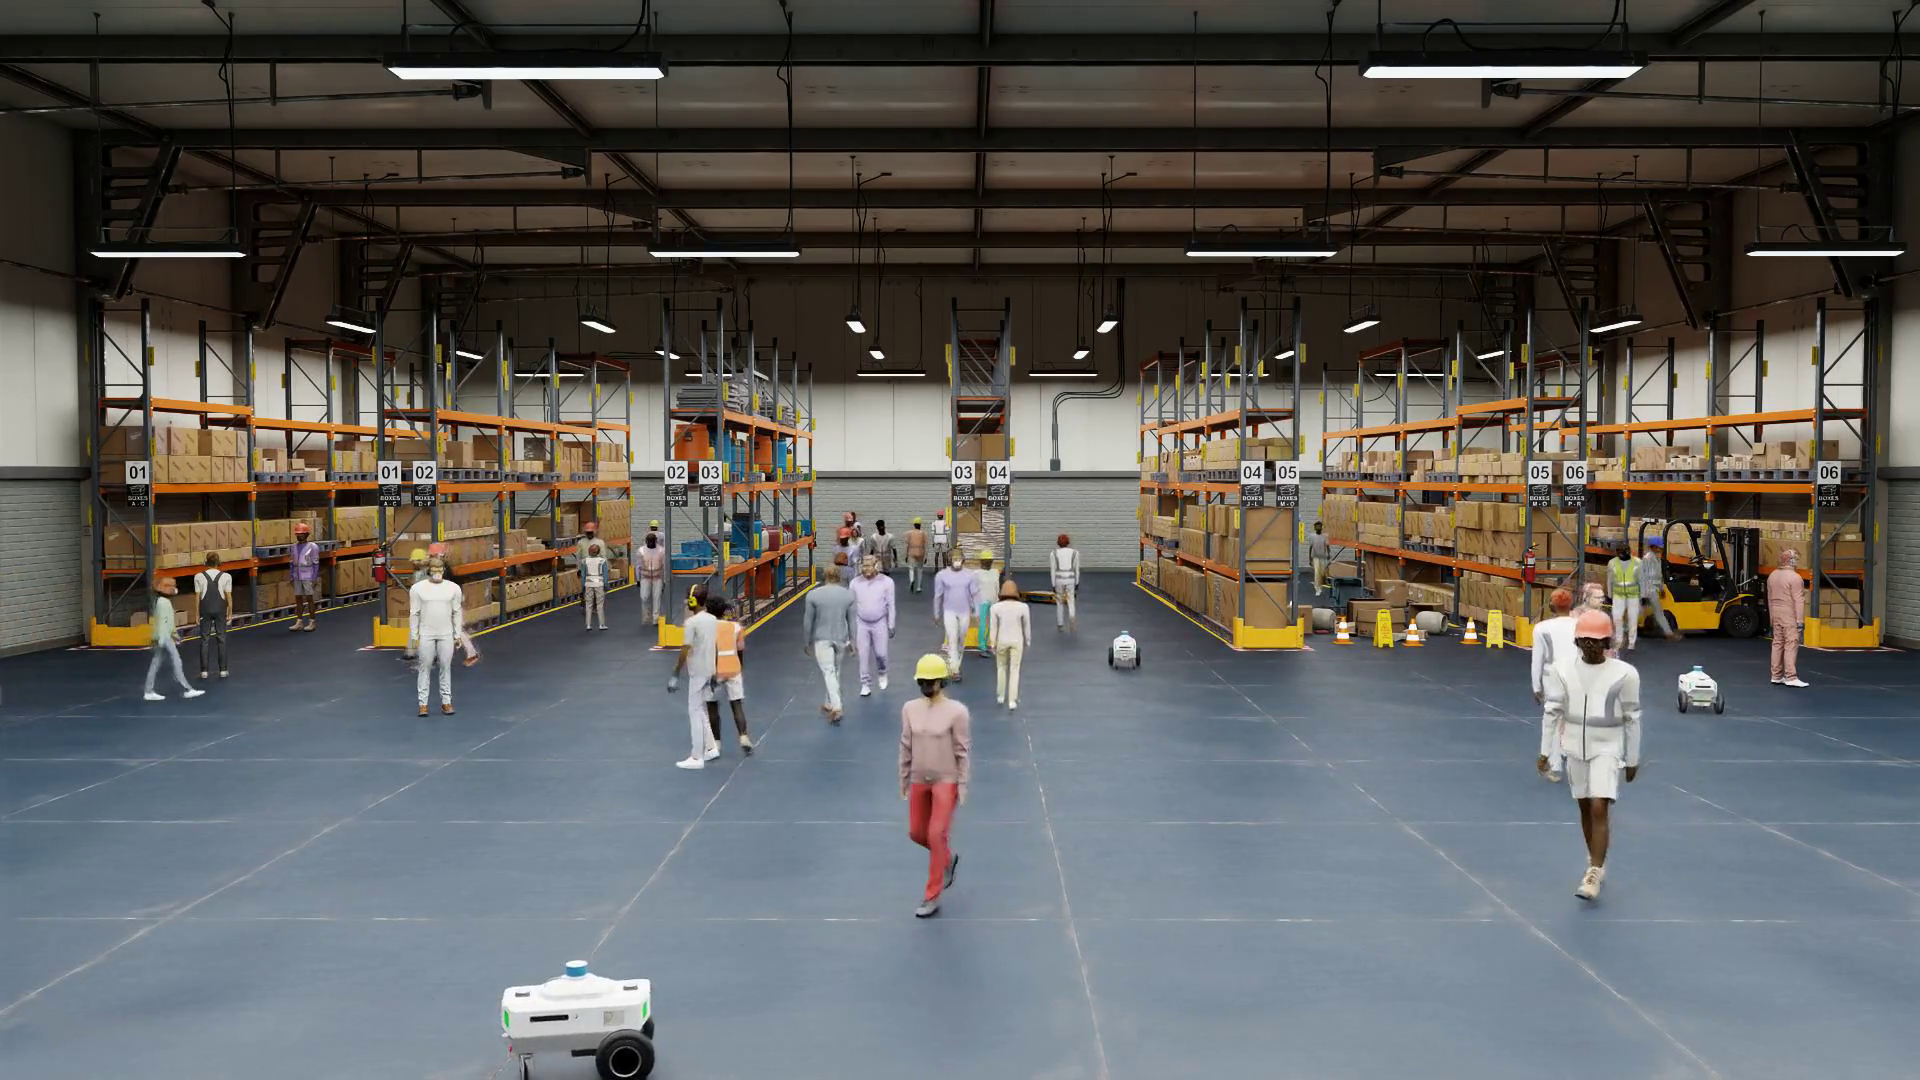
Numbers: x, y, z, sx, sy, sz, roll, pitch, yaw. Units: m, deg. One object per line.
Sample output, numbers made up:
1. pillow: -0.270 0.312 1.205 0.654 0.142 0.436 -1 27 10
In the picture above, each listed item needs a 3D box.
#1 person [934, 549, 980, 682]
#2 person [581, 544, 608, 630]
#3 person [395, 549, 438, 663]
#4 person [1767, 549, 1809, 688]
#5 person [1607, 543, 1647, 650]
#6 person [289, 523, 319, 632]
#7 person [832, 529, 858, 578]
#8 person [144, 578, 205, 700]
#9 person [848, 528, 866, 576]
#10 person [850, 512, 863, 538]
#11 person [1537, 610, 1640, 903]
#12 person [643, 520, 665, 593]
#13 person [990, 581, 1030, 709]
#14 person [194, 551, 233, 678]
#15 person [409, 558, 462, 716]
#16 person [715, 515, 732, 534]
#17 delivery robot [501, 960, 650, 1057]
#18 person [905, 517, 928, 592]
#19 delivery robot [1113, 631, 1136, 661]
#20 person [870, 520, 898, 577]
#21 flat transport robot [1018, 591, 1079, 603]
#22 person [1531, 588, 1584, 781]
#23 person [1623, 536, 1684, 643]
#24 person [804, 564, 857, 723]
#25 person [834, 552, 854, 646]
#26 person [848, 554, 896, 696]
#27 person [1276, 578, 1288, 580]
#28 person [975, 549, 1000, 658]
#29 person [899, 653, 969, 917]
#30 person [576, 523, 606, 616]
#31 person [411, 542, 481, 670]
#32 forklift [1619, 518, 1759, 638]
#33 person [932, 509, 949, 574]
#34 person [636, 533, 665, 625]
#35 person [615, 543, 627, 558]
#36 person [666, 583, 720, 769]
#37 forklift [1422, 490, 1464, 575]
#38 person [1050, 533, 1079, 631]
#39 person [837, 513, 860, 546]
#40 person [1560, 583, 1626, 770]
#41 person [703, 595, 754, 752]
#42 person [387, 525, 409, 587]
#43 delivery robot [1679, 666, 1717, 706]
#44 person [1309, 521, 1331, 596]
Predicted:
1. person: -0.050 1.065 23.444 0.654 1.901 1.002 0 2 -9
2. person: -6.961 0.897 30.751 0.515 1.641 0.315 0 2 5
3. person: -8.448 1.040 25.274 0.619 1.786 0.830 2 3 40
4. person: 11.610 1.088 22.603 0.409 1.912 0.651 0 2 -9
5. person: 11.217 0.952 27.179 0.642 1.811 0.655 1 3 29
6. person: -12.430 0.707 30.550 0.605 2.045 0.379 1 2 16
7. person: -2.294 0.725 32.018 0.569 1.882 0.976 1 2 15
8. person: -10.317 1.294 21.178 0.792 1.596 0.521 -1 3 -26
9. person: -2.643 0.507 40.771 0.536 1.624 0.366 0 2 -8
10. person: -3.028 0.086 48.187 0.758 1.884 0.618 -1 3 -29
11. person: 4.362 1.493 11.268 0.616 2.000 0.972 2 3 41
12. person: -7.684 0.410 40.638 0.586 1.835 0.404 -1 2 -13
13. person: 0.640 1.325 20.562 0.508 1.602 0.730 0 2 5
14. person: -10.897 1.086 23.576 0.505 1.841 0.332 -1 3 -26
15. person: -6.455 1.183 19.900 0.627 1.938 0.372 -1 3 -27
16. person: -6.869 0.143 46.909 0.515 1.872 0.333 0 2 -3
17. delivery robot: -1.880 2.314 7.922 0.707 0.478 0.477 0 2 -11
18. person: -1.097 0.364 40.734 0.595 1.914 0.576 0 2 4
19. delivery robot: 2.533 1.643 24.824 0.477 0.478 0.707 0 2 5
20. person: -1.826 0.450 38.910 0.663 1.906 1.035 0 2 0
21. flat transport robot: 2.035 1.323 37.565 0.652 0.197 1.431 -2 3 -40
22. person: 5.781 1.395 15.461 0.595 1.863 0.549 1 2 16
23. person: 12.250 0.863 28.567 1.054 1.889 0.621 2 3 37
24. person: -1.528 1.232 19.418 0.626 1.897 1.008 -1 2 -24
25. person: -2.050 1.015 27.887 0.507 1.632 0.268 1 2 20
26. person: -1.196 1.135 21.685 0.662 1.890 0.460 0 2 5
27. person: 9.150 0.159 45.664 0.354 1.939 0.545 1 3 32
28. person: 0.438 1.023 26.125 0.543 1.758 0.386 -2 3 -34
29. person: -0.149 1.631 11.001 0.527 1.748 0.620 1 3 29
30. person: -7.806 0.616 34.129 0.644 1.937 1.012 0 2 -2
31. person: -7.839 0.997 24.704 1.021 1.949 0.636 -2 3 -35
32. forklift: 13.417 0.684 29.791 2.313 2.155 1.214 0 2 0
33. person: -0.581 0.041 48.592 0.545 1.942 0.354 0 2 11
34. person: -6.053 0.769 31.742 0.647 1.824 0.475 0 2 -8
35. person: -9.427 0.259 44.756 0.615 1.805 0.592 0 2 -4
36. person: -2.664 1.368 16.228 0.401 1.860 0.543 1 2 20
37. forklift: 13.926 -0.371 47.846 1.873 2.768 1.129 0 2 0
38. person: 1.989 0.797 30.550 0.575 1.863 0.743 0 2 -2
39. person: -2.980 0.256 43.133 0.601 1.959 1.009 0 2 1
40. person: 6.420 1.362 16.449 0.657 1.862 0.999 -2 3 -34
41. person: -2.477 1.425 17.097 0.546 1.669 0.600 -1 3 -33
42. person: -12.514 0.540 36.067 0.545 1.938 0.357 0 2 -2
43. delivery robot: 9.239 1.826 20.220 0.477 0.478 0.707 1 2 15
44. person: 8.824 0.441 39.645 0.529 1.852 0.633 0 2 5
